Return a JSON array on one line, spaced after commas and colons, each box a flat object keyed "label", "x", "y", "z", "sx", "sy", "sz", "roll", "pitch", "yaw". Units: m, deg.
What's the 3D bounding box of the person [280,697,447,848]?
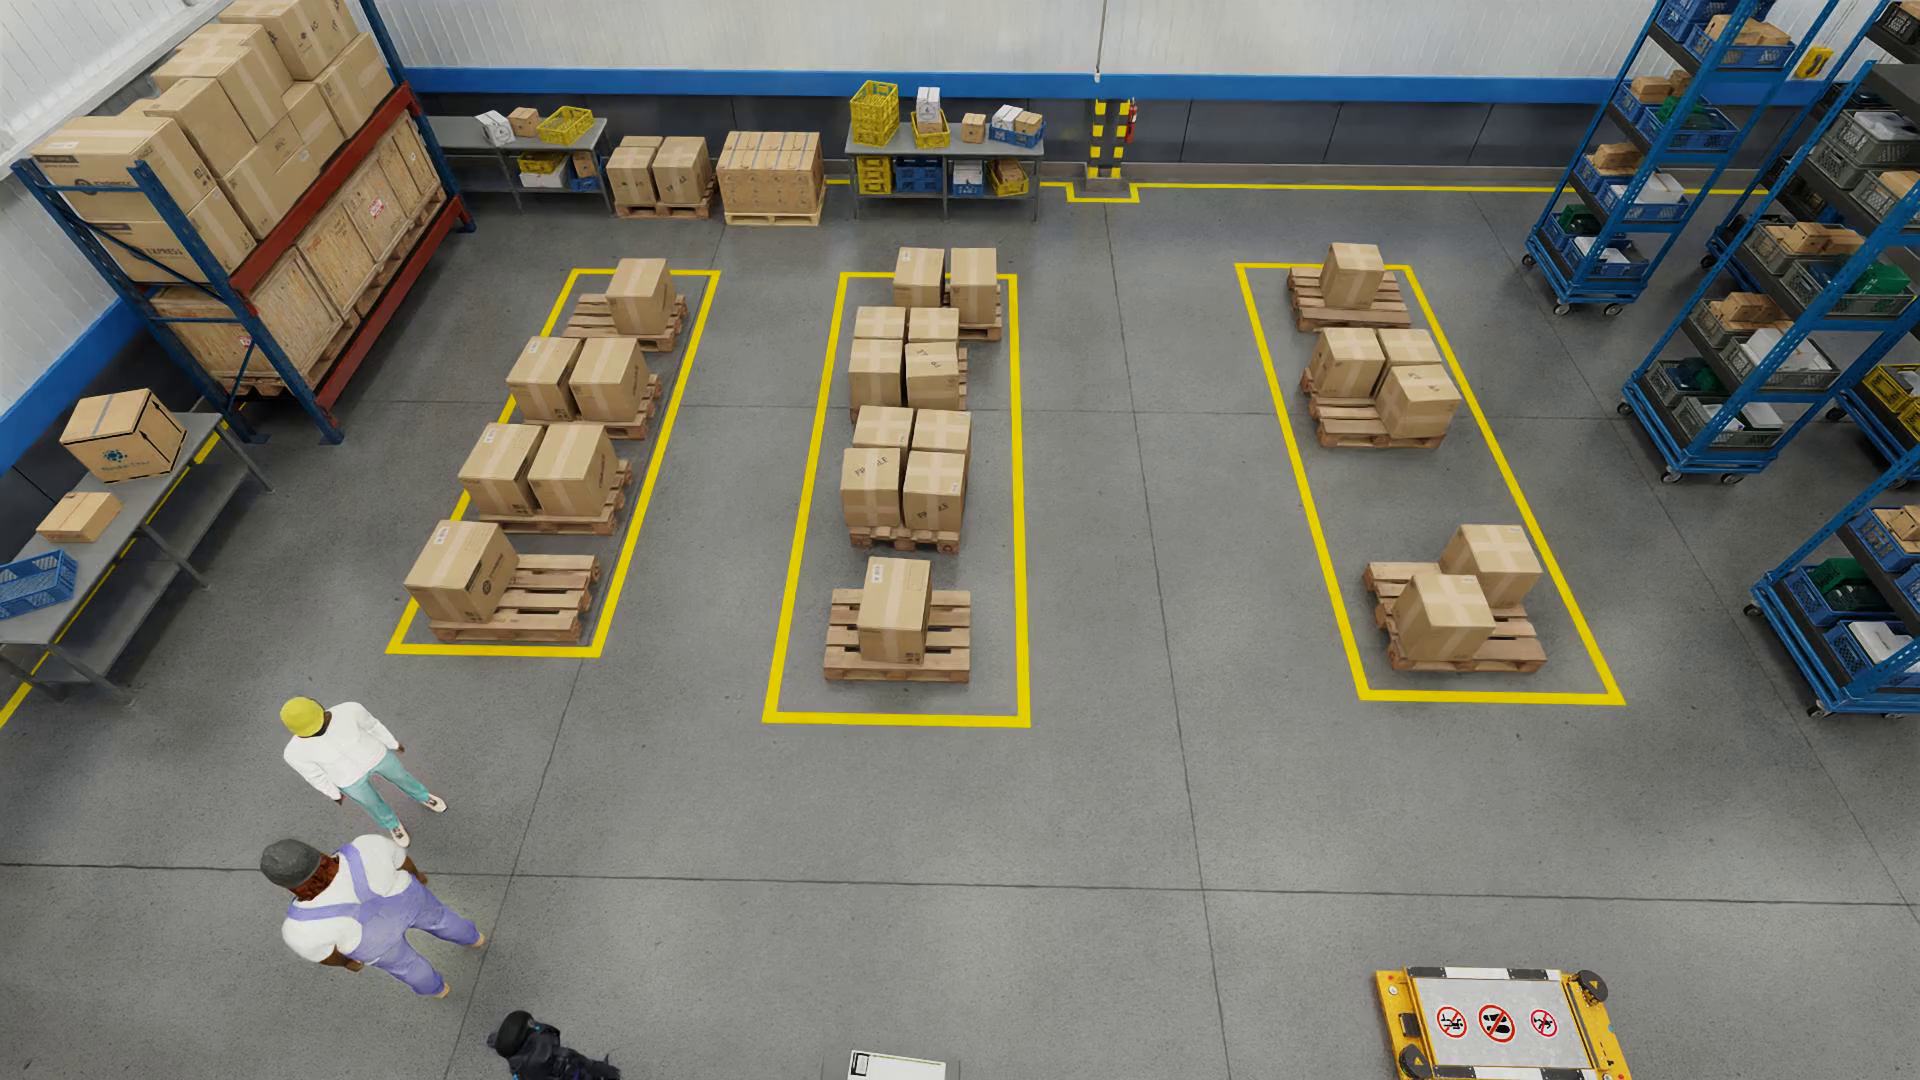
[{"label": "person", "x": -4.071, "y": 1.552, "z": 6.254, "sx": 0.327, "sy": 1.767, "sz": 0.528, "roll": 28, "pitch": 56, "yaw": 21}]

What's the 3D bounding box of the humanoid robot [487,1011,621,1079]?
[{"label": "humanoid robot", "x": -2.246, "y": 2.985, "z": 5.142, "sx": 0.576, "sy": 1.647, "sz": 0.342, "roll": 7, "pitch": 51, "yaw": 6}]

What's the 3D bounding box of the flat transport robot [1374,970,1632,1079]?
[{"label": "flat transport robot", "x": 3.501, "y": 3.133, "z": 5.914, "sx": 1.431, "sy": 0.197, "sz": 0.652, "roll": 1, "pitch": 51, "yaw": 1}]

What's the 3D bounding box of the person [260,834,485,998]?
[{"label": "person", "x": -3.540, "y": 2.239, "z": 5.519, "sx": 0.536, "sy": 2.000, "sz": 0.680, "roll": 21, "pitch": 54, "yaw": 16}]
